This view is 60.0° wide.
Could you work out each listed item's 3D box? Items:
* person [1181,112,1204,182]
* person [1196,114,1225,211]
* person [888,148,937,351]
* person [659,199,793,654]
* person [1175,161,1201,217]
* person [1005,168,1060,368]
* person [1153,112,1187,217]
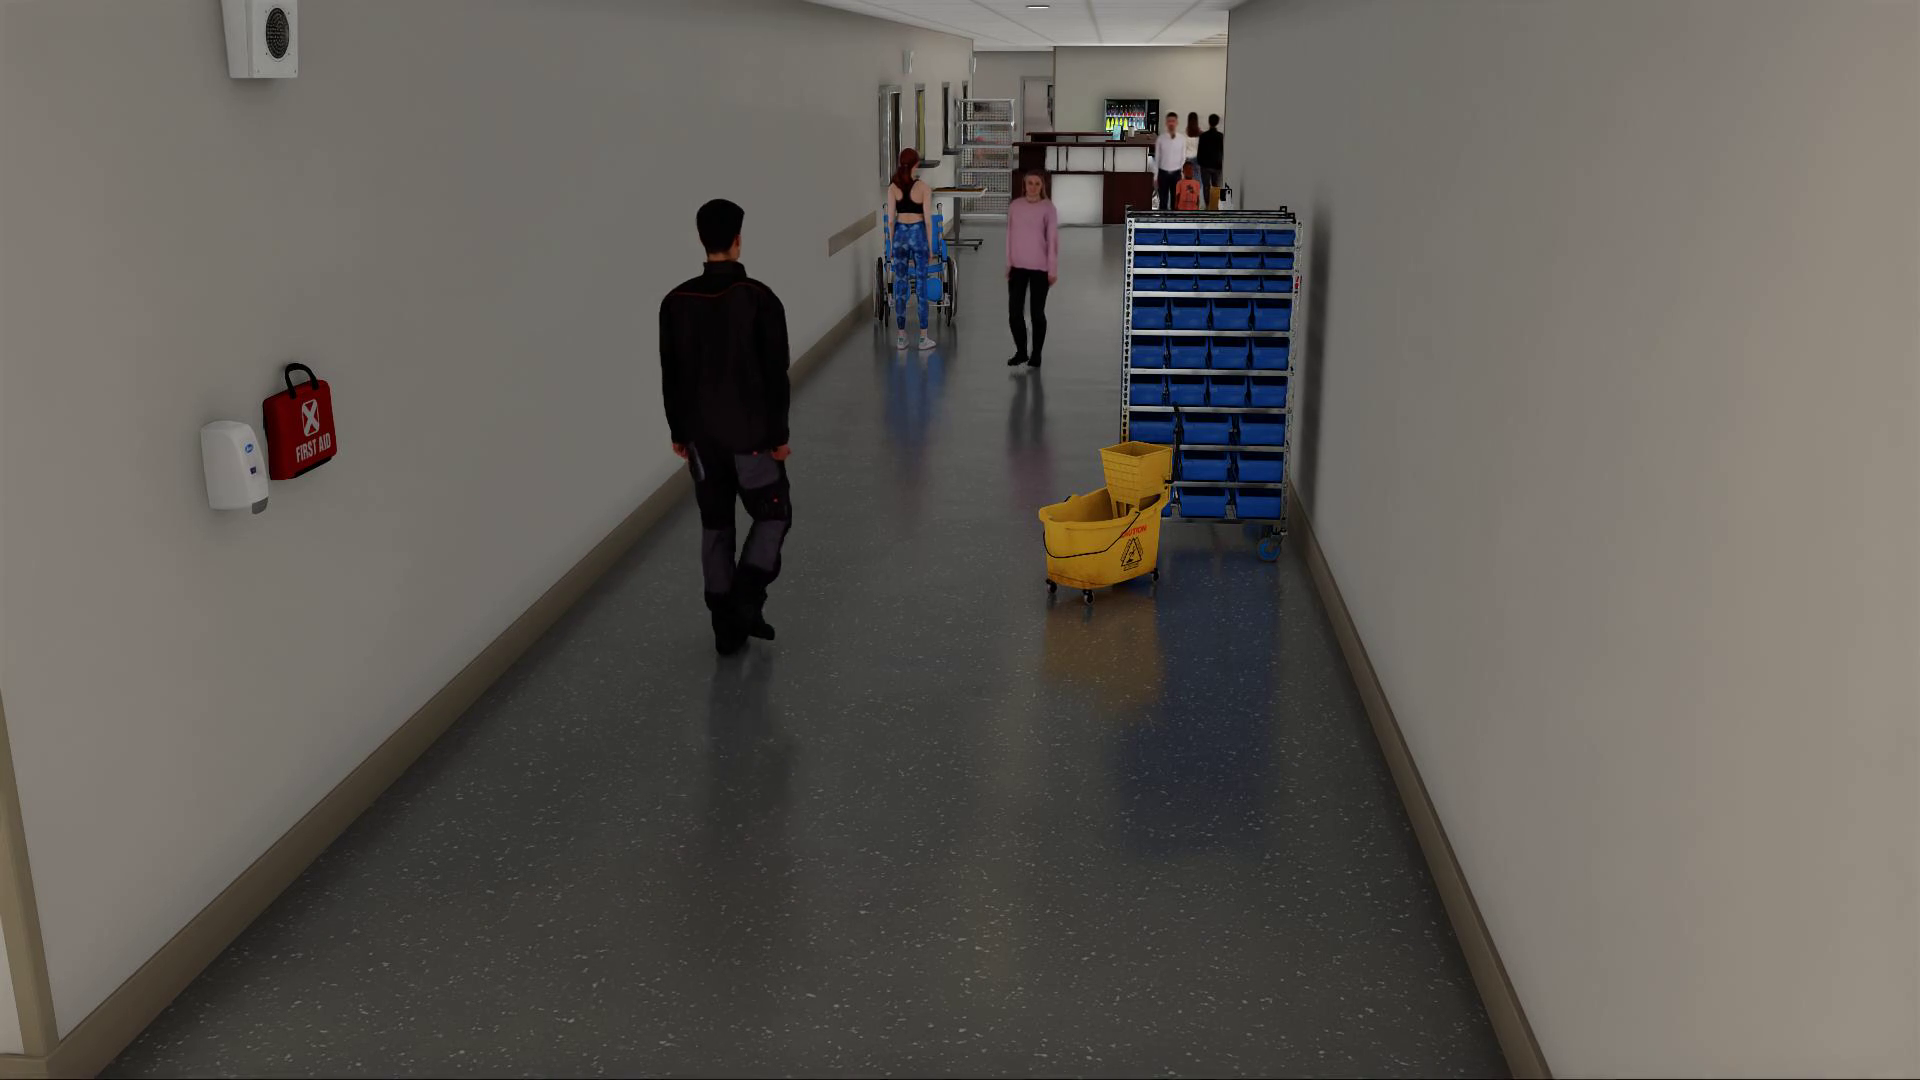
[{"bbox_3d":[4.453,-7.319,31.848,0.556,1.679,0.713,0,16,-1],"label":"person"},{"bbox_3d":[4.421,-6.610,29.317,0.986,1.689,0.751,0,16,1],"label":"person"},{"bbox_3d":[-0.445,-2.618,14.982,0.547,1.784,0.648,3,16,11],"label":"person"},{"bbox_3d":[-0.988,-0.436,6.971,0.640,1.932,0.796,3,16,11],"label":"person"},{"bbox_3d":[2.981,-4.315,21.874,0.432,1.310,0.566,0,16,-1],"label":"person"},{"bbox_3d":[0.622,-2.292,14.051,0.712,1.662,0.785,7,17,24],"label":"person"},{"bbox_3d":[3.133,-5.427,24.865,1.152,1.828,0.681,2,16,7],"label":"person"}]
